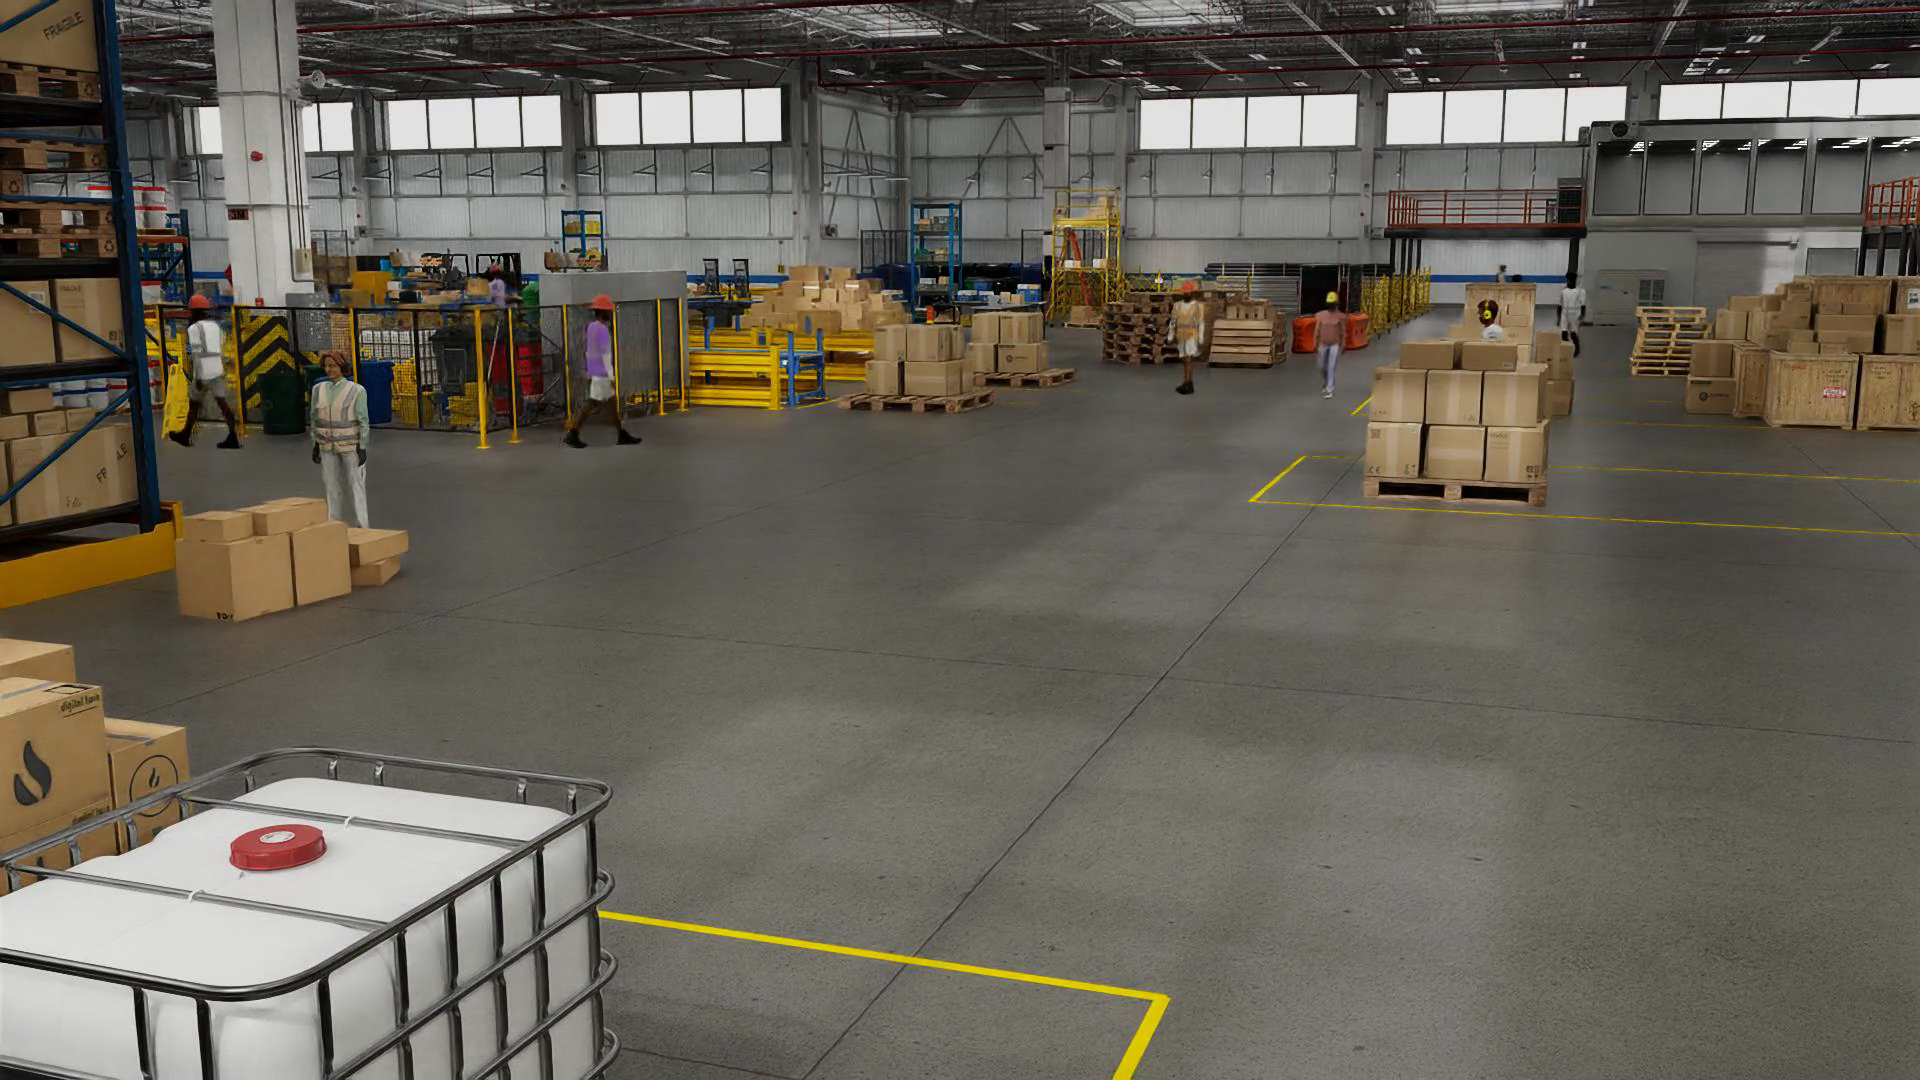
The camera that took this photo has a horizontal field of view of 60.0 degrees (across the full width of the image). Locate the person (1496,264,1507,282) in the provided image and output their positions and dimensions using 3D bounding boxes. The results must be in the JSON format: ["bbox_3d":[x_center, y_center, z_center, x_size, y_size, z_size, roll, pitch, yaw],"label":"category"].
[{"bbox_3d":[19.256,-8.899,59.222,0.385,1.812,0.577,-1,10,-4],"label":"person"}]

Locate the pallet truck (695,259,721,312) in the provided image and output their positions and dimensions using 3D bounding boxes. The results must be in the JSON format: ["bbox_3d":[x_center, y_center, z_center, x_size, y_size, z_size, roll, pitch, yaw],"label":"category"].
[{"bbox_3d":[-9.165,-9.627,62.776,0.823,1.965,1.885,4,11,23],"label":"pallet truck"}]

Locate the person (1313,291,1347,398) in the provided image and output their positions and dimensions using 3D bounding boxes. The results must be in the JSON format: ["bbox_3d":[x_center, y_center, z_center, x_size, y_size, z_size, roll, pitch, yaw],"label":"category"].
[{"bbox_3d":[6.070,-3.200,27.249,0.551,1.751,0.427,5,11,28],"label":"person"}]

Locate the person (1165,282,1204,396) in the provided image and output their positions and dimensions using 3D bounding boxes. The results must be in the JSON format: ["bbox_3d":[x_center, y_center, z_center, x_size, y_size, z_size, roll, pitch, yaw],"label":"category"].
[{"bbox_3d":[3.764,-3.369,27.848,0.562,1.877,1.005,6,12,31],"label":"person"}]

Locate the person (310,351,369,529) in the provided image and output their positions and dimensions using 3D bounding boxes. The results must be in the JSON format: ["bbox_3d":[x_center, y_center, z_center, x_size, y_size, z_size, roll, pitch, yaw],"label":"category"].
[{"bbox_3d":[-5.122,-0.745,13.760,0.513,1.641,0.307,2,10,10],"label":"person"}]

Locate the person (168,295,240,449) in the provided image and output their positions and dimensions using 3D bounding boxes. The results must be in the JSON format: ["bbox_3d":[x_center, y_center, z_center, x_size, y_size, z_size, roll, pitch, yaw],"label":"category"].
[{"bbox_3d":[-9.331,-2.064,20.481,1.006,1.884,0.568,3,11,18],"label":"person"}]

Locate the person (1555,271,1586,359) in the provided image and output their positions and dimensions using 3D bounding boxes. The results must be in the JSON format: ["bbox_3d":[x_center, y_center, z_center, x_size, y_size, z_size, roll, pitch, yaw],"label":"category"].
[{"bbox_3d":[13.179,-4.822,35.875,0.624,1.945,0.500,10,14,44],"label":"person"}]

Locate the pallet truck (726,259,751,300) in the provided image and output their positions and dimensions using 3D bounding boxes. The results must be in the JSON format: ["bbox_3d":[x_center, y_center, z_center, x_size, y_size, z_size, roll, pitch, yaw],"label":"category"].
[{"bbox_3d":[-7.986,-9.493,62.019,0.823,1.965,1.885,3,11,17],"label":"pallet truck"}]

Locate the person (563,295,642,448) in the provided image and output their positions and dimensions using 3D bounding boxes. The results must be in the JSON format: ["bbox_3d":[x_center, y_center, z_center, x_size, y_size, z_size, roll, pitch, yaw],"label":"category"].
[{"bbox_3d":[-4.490,-2.083,20.605,0.998,1.894,0.564,-5,11,-26],"label":"person"}]

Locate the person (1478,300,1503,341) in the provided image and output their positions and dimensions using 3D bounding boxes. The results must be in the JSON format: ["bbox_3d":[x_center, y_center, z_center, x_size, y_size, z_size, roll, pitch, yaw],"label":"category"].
[{"bbox_3d":[6.163,-1.877,19.498,0.328,1.870,0.510,6,12,32],"label":"person"}]

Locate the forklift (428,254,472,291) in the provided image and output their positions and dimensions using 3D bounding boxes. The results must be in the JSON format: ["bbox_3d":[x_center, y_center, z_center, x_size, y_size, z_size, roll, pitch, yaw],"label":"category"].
[{"bbox_3d":[-20.133,-10.254,65.465,1.157,1.987,2.680,3,11,19],"label":"forklift"}]

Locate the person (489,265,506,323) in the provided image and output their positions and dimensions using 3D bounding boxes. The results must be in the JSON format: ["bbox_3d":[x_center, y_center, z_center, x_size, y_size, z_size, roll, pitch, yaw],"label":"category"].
[{"bbox_3d":[-11.389,-5.804,41.272,0.952,2.008,0.617,3,11,18],"label":"person"}]

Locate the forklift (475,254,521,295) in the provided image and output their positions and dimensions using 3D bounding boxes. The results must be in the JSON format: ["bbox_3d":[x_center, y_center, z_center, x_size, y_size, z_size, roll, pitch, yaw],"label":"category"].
[{"bbox_3d":[-17.990,-10.121,64.684,1.157,1.987,2.680,3,11,17],"label":"forklift"}]

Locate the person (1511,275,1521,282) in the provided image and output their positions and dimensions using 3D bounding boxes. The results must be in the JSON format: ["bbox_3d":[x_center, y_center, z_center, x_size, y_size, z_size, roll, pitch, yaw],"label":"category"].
[{"bbox_3d":[11.792,-4.681,35.310,0.609,1.864,1.023,6,11,29],"label":"person"}]

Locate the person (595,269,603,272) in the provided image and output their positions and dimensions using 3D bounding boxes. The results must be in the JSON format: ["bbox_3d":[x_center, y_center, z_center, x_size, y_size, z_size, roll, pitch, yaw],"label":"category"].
[{"bbox_3d":[-9.085,-5.919,42.182,0.668,1.890,0.471,9,13,41],"label":"person"}]
